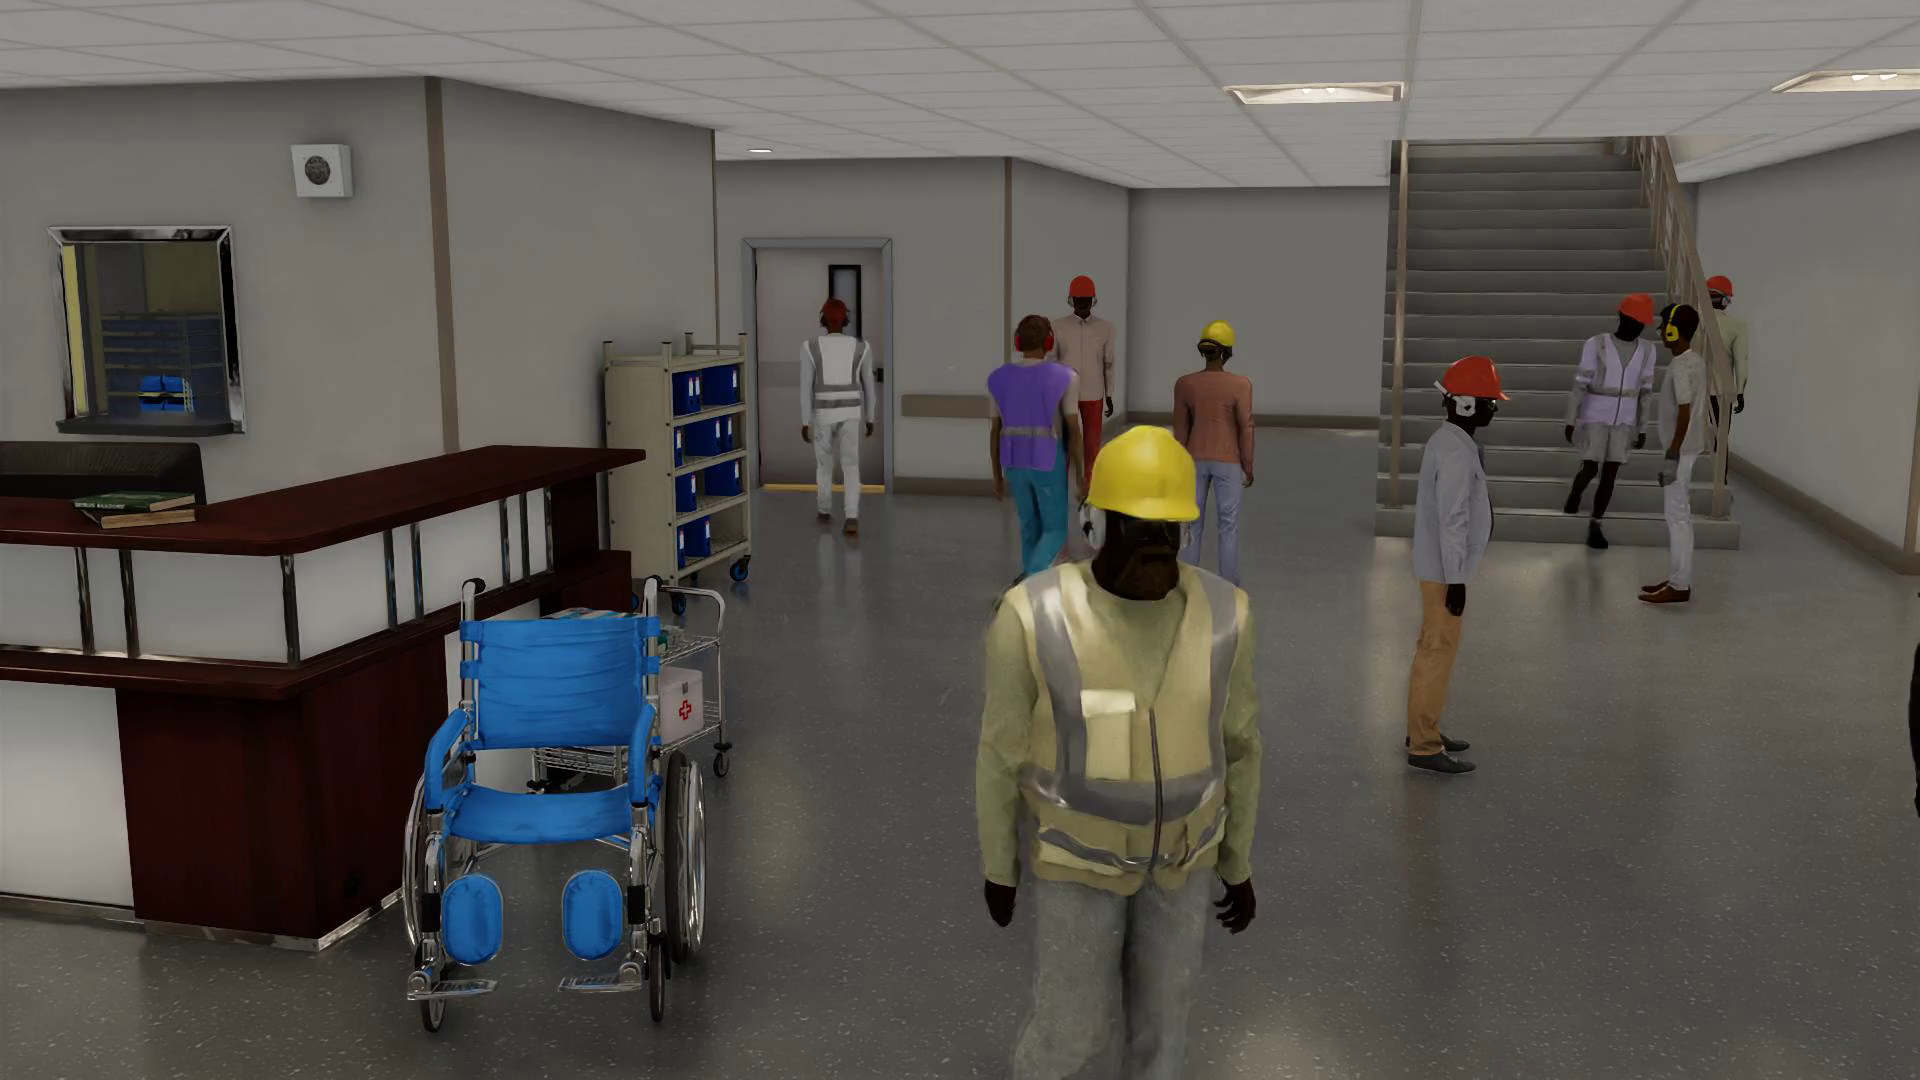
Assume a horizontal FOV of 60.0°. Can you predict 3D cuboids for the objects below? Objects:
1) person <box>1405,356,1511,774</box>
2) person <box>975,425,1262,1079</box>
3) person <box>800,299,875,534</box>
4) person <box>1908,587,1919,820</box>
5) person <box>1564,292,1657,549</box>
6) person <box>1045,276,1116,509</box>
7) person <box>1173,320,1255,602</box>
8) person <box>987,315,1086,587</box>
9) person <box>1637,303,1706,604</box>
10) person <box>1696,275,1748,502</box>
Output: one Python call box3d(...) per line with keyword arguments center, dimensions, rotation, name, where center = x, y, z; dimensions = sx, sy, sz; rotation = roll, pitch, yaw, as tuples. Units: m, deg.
box3d(center=(2.093, 0.100, 7.005), dimensions=(0.361, 1.742, 0.563), rotation=(2, 10, 13), name="person")
box3d(center=(0.329, 0.644, 3.593), dimensions=(0.605, 1.819, 0.555), rotation=(-3, 10, -15), name="person")
box3d(center=(-0.956, -0.977, 13.097), dimensions=(0.599, 1.835, 0.999), rotation=(-2, 10, -11), name="person")
box3d(center=(2.544, 0.604, 3.865), dimensions=(0.645, 1.799, 0.748), rotation=(8, 12, 39), name="person")
box3d(center=(4.813, -0.889, 12.368), dimensions=(0.630, 1.895, 0.594), rotation=(0, 10, -2), name="person")
box3d(center=(1.024, -1.243, 14.163), dimensions=(0.610, 1.995, 0.375), rotation=(-1, 10, -6), name="person")
box3d(center=(1.573, -0.470, 10.292), dimensions=(0.523, 1.769, 0.317), rotation=(5, 11, 28), name="person")
box3d(center=(0.424, -0.402, 9.730), dimensions=(0.610, 1.818, 0.627), rotation=(4, 11, 24), name="person")
box3d(center=(4.444, -0.528, 10.343), dimensions=(0.329, 1.865, 0.513), rotation=(6, 11, 30), name="person")
box3d(center=(6.593, -1.321, 14.627), dimensions=(0.623, 1.989, 0.399), rotation=(8, 12, 38), name="person")
